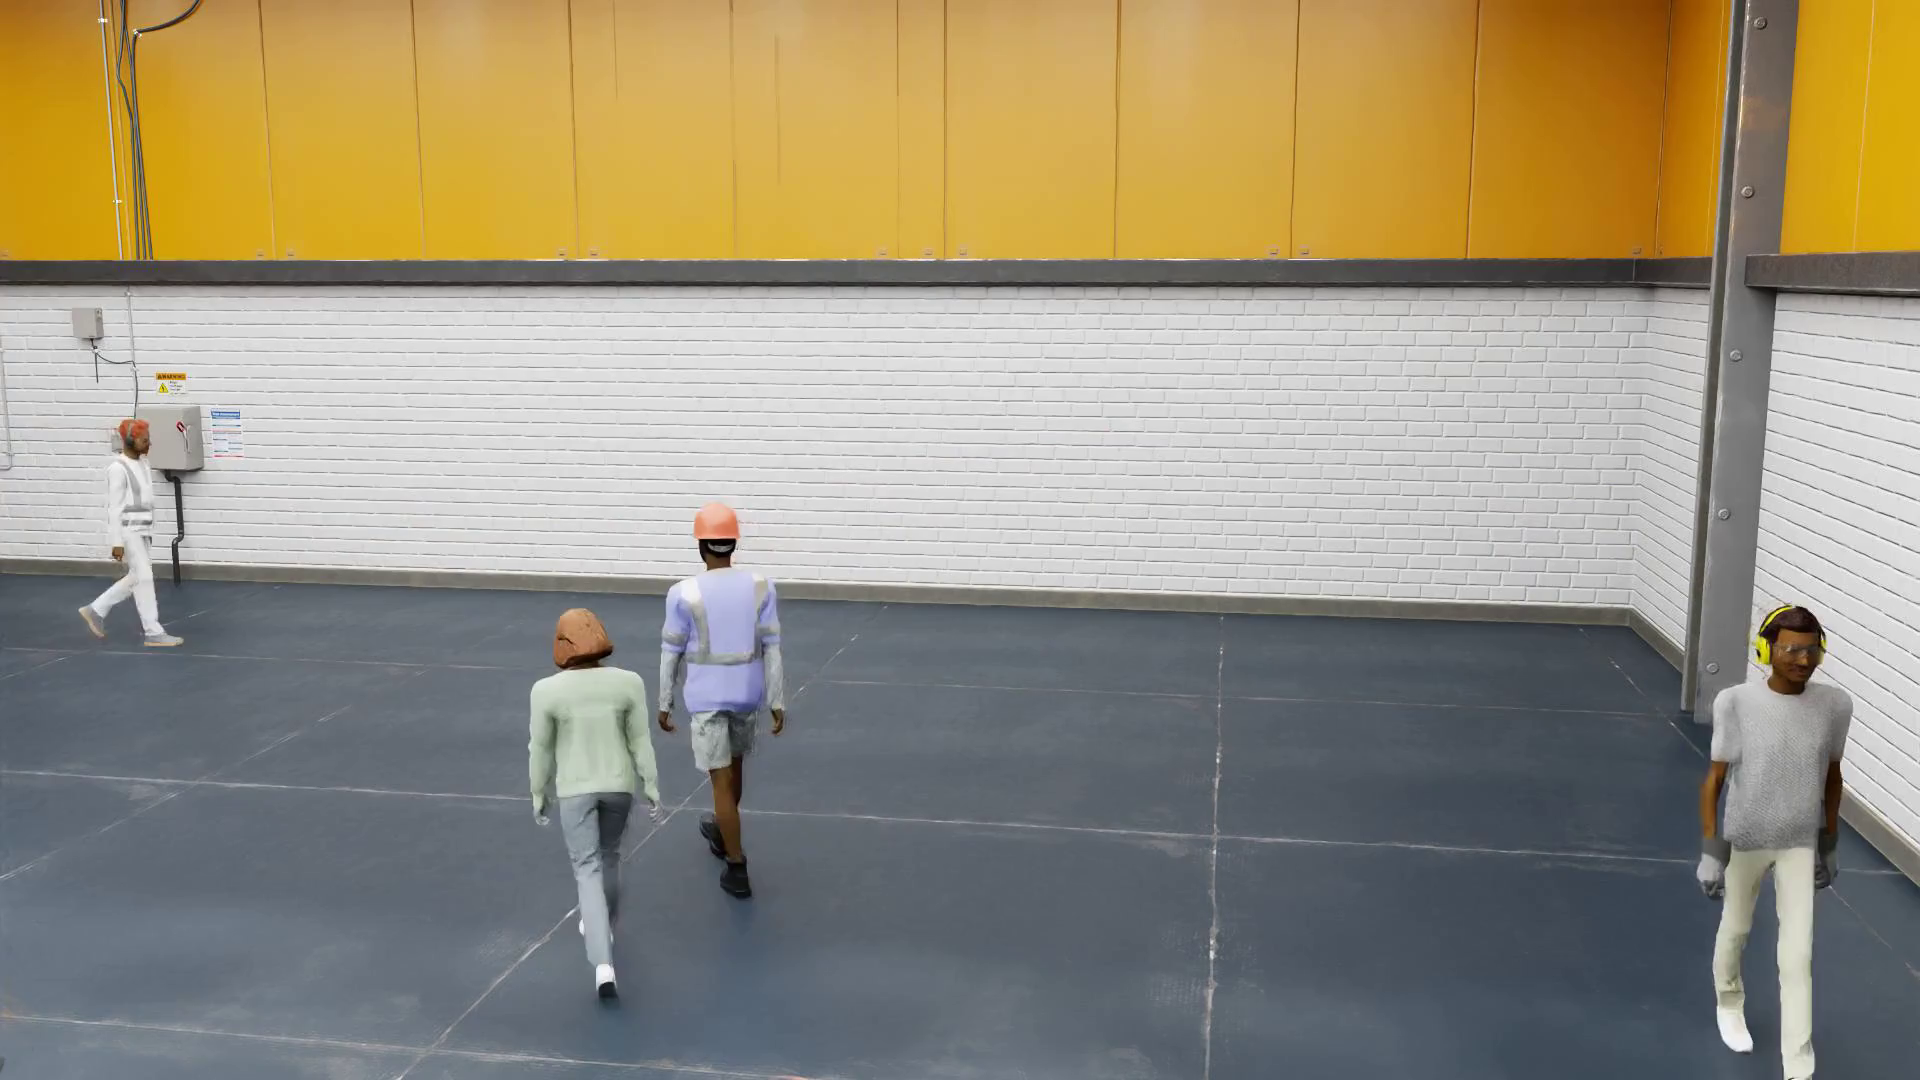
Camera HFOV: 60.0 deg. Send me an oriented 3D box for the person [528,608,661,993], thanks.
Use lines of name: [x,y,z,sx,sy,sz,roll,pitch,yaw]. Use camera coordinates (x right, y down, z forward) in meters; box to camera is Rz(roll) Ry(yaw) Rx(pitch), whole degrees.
person: [-1.551,1.094,7.139,0.537,1.590,0.852,-5,10,-28]

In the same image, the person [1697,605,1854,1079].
person: [3.016,1.138,6.149,0.552,1.818,0.995,2,9,10]

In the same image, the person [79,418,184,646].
person: [-6.729,-0.052,13.368,0.746,1.867,0.589,-1,9,-5]

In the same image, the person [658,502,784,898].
person: [-1.228,0.754,8.275,0.574,1.895,0.932,-5,10,-28]
